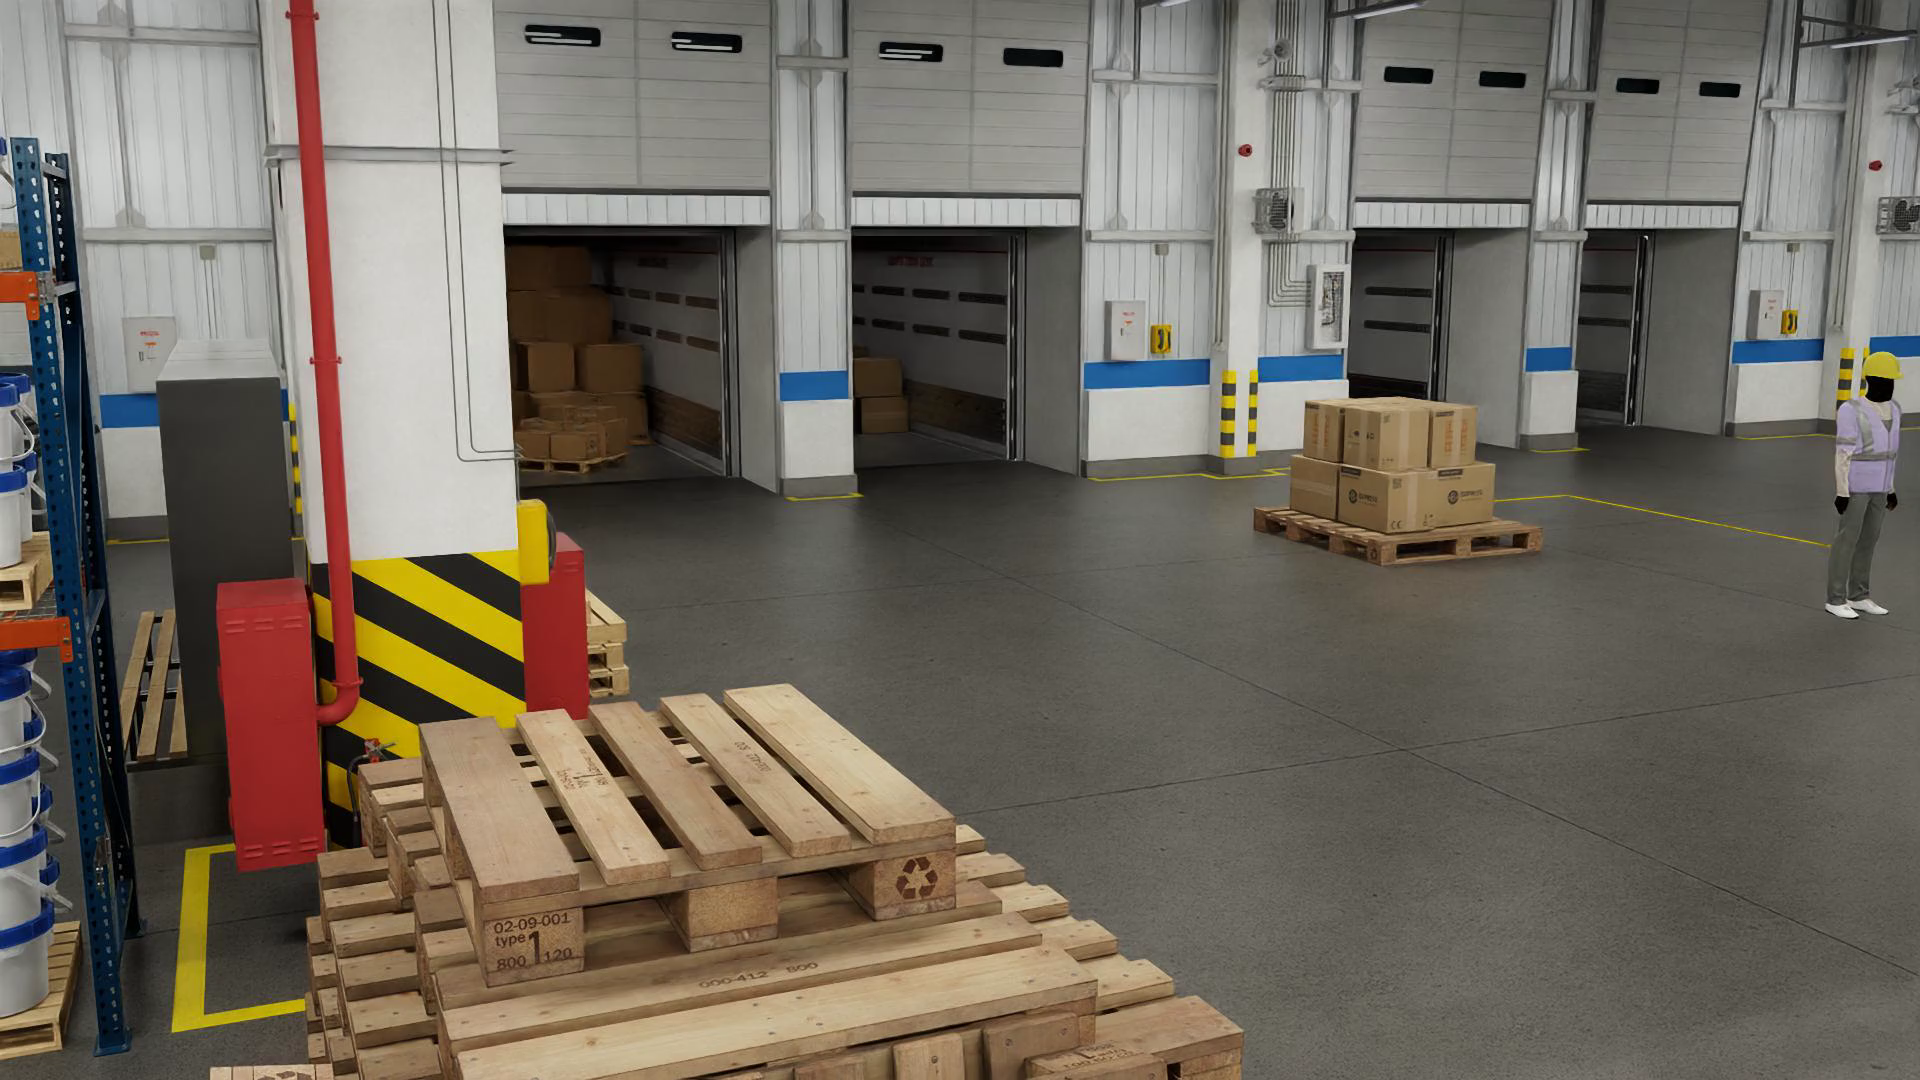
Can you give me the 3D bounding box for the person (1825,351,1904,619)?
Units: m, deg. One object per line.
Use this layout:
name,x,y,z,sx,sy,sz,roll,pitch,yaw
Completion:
person,6.550,-0.395,11.990,0.595,1.925,0.371,-5,11,-25
